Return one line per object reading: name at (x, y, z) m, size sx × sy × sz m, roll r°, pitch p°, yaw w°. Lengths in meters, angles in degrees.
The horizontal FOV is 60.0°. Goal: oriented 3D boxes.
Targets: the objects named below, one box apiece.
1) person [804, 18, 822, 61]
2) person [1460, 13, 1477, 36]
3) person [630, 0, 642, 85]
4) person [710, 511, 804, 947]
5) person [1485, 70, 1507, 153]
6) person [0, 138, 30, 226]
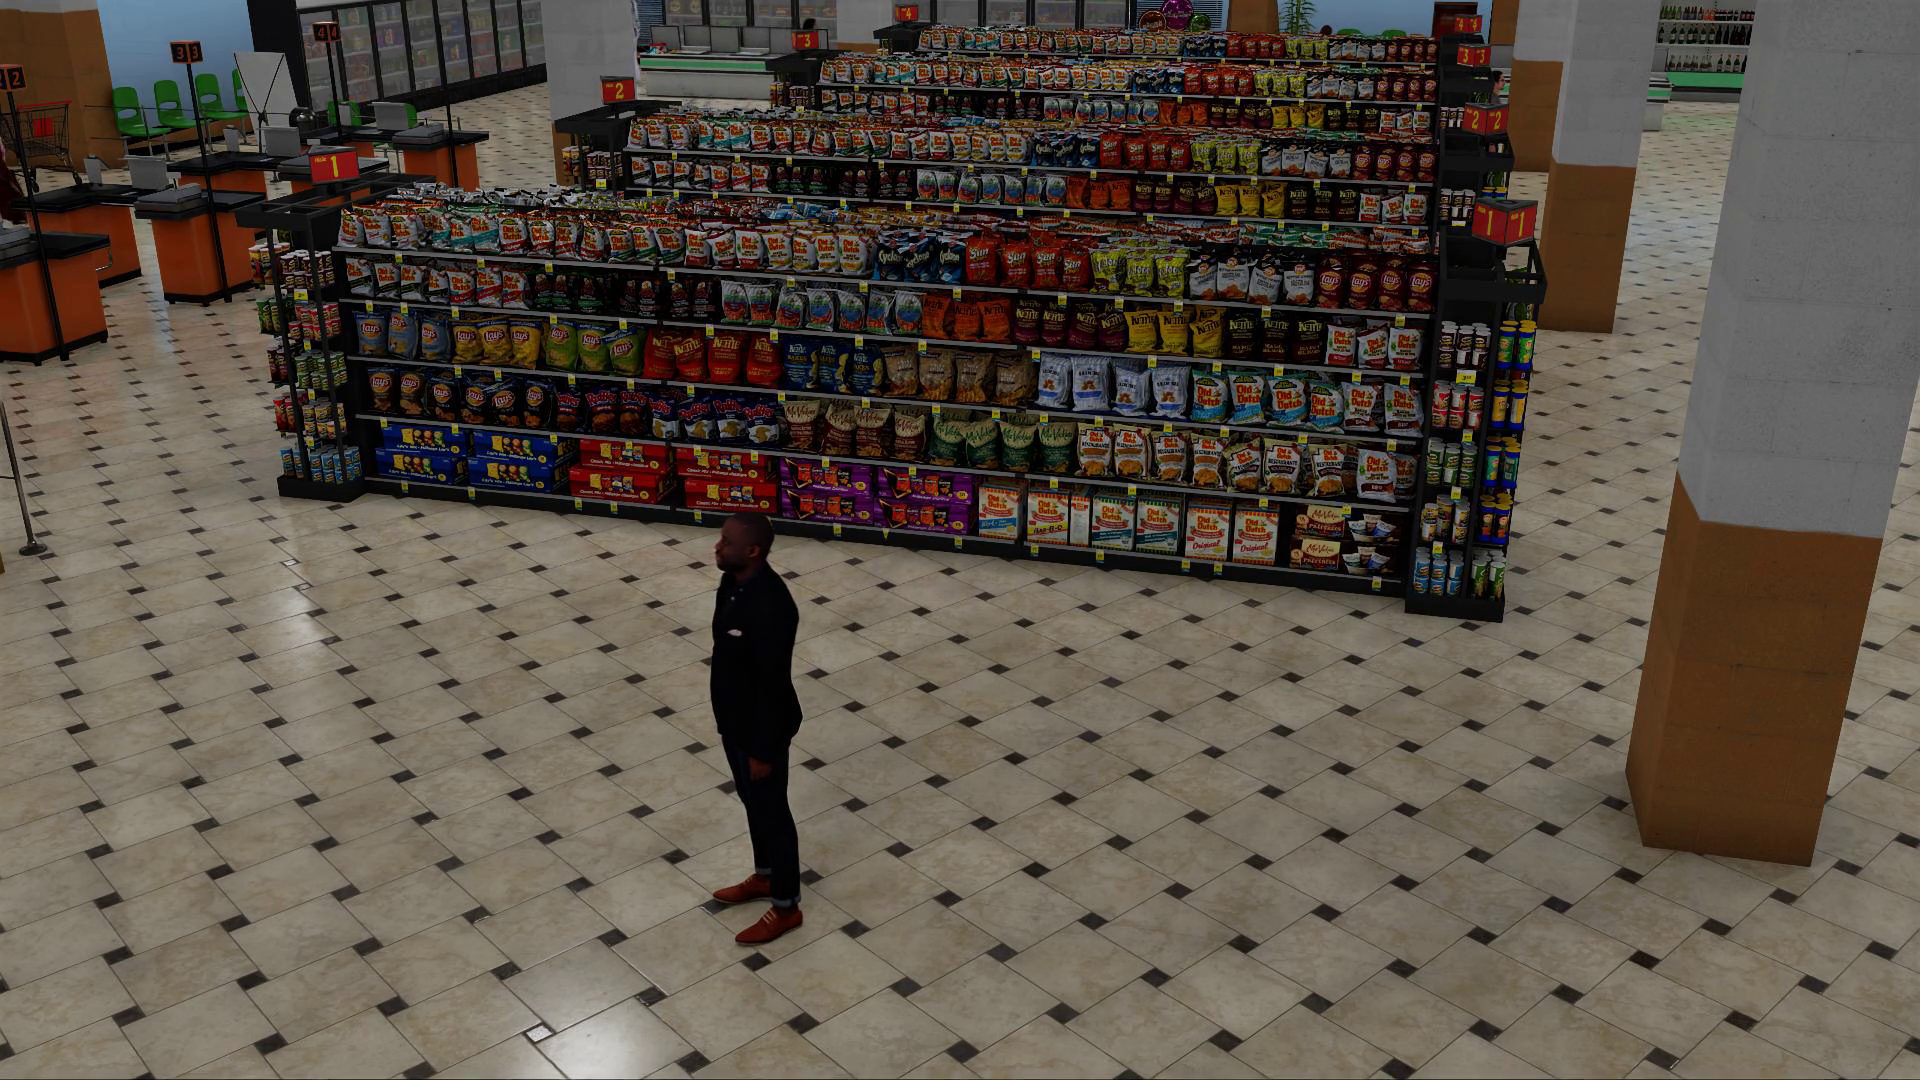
person at (-2.654, -8.070, 28.676) m, size 1.236 × 1.696 × 0.868 m, roll 0°, pitch 22°, yaw -1°
person at (9.165, -8.776, 30.536) m, size 1.157 × 1.621 × 0.741 m, roll 2°, pitch 22°, yaw 6°
person at (-6.732, -10.272, 33.853) m, size 0.661 × 1.924 × 0.696 m, roll 3°, pitch 22°, yaw 7°
person at (-0.803, 0.731, 6.612) m, size 0.819 × 1.817 × 0.789 m, roll -9°, pitch 24°, yaw -21°
person at (6.713, -5.061, 21.109) m, size 0.551 × 1.755 × 0.627 m, roll 4°, pitch 22°, yaw 10°
person at (-11.813, -4.578, 20.101) m, size 1.085 × 1.610 × 1.021 m, roll -12°, pitch 25°, yaw -28°
